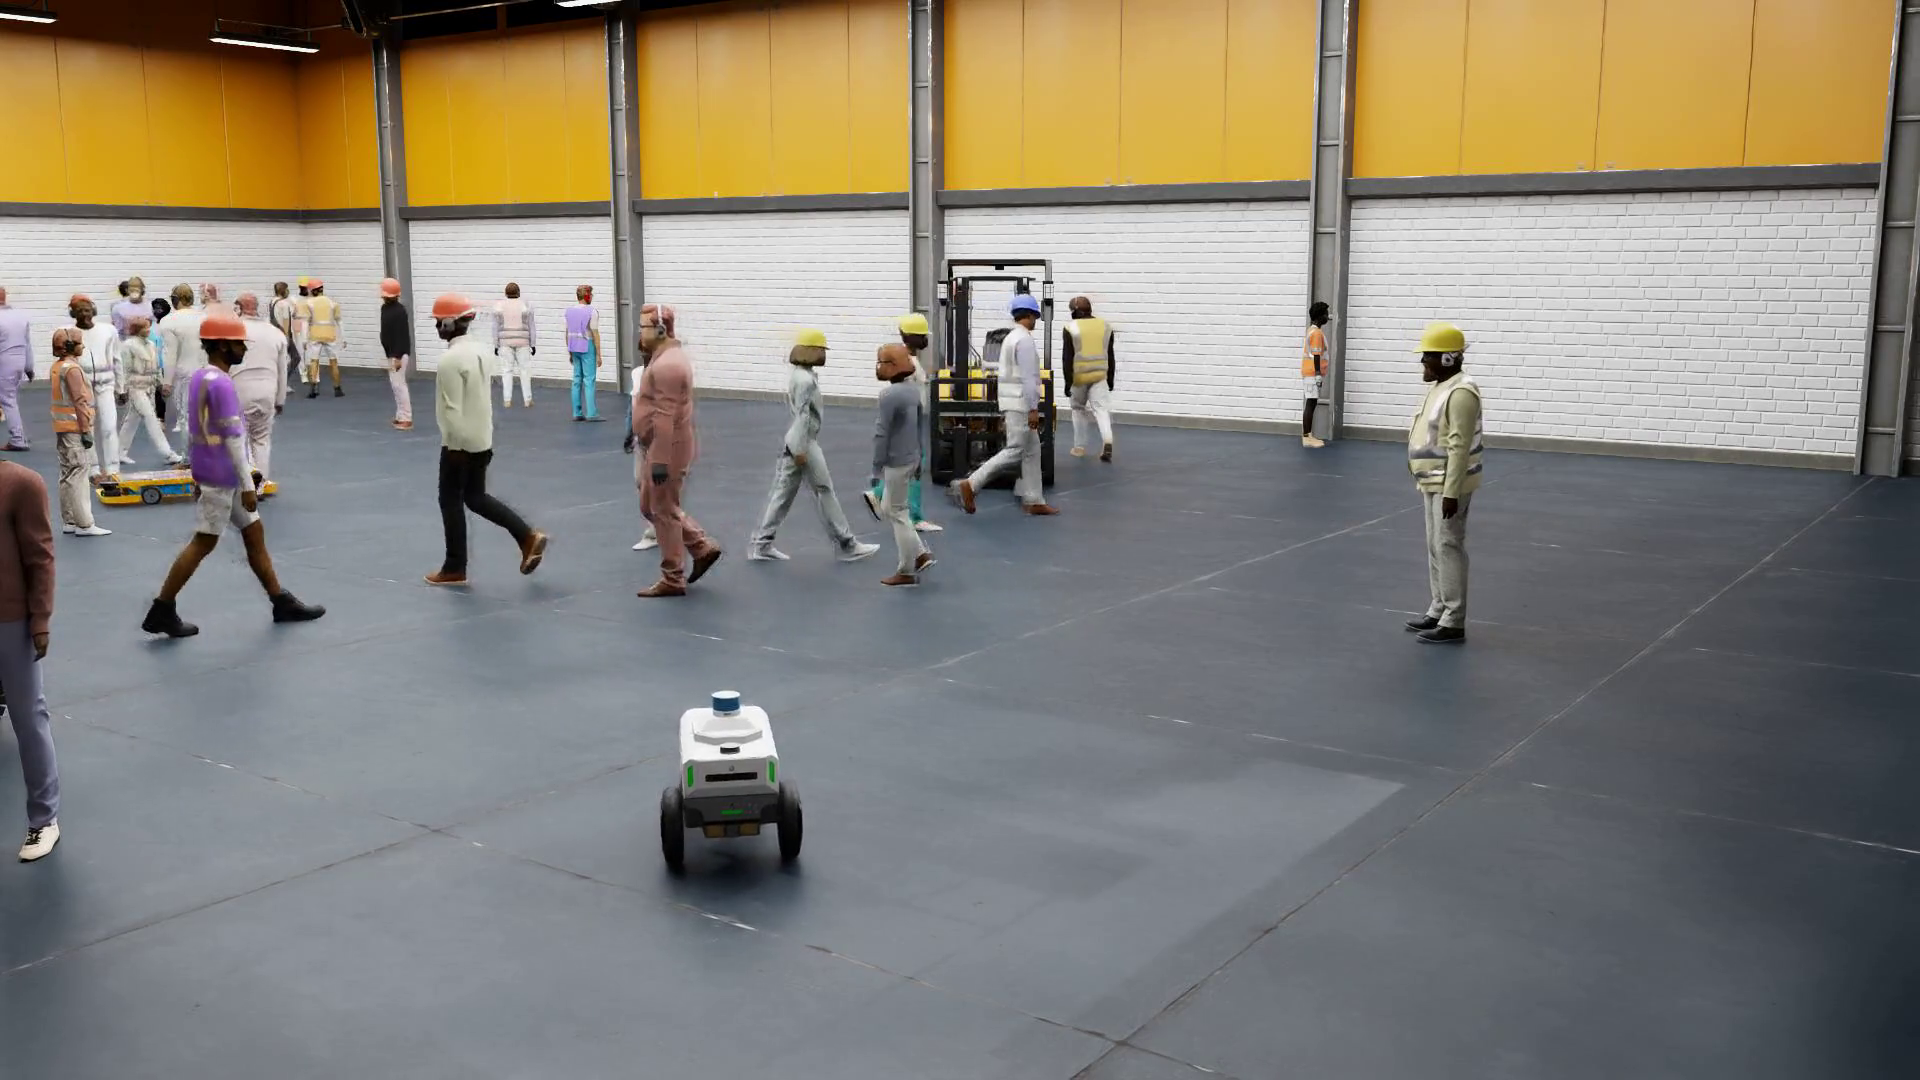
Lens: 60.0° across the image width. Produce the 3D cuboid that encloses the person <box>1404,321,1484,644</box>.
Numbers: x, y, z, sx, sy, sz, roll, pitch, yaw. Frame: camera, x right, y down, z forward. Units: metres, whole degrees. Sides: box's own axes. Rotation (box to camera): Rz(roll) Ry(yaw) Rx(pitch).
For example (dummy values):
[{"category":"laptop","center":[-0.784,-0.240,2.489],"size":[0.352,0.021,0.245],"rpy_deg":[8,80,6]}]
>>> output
[{"category":"person","center":[2.750,-0.327,9.468],"size":[0.403,1.824,0.596],"rpy_deg":[0,10,2]}]

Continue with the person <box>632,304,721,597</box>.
[{"category":"person","center":[-1.870,-0.569,10.716],"size":[0.475,1.893,0.651],"rpy_deg":[-2,10,-11]}]

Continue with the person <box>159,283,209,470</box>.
[{"category":"person","center":[-7.851,-1.640,16.937],"size":[0.368,1.939,0.633],"rpy_deg":[4,10,23]}]

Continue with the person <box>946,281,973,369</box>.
[{"category":"person","center":[-0.024,-2.077,19.534],"size":[0.364,1.939,0.542],"rpy_deg":[3,10,18]}]

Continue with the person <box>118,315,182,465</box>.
[{"category":"person","center":[-8.641,-1.578,17.588],"size":[0.877,1.587,0.516],"rpy_deg":[0,10,2]}]

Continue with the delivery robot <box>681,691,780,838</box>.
[{"category":"delivery robot","center":[-0.866,0.807,6.196],"size":[0.477,0.478,0.707],"rpy_deg":[-2,10,-10]}]

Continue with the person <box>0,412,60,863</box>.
[{"category":"person","center":[-3.511,0.291,5.968],"size":[0.522,1.763,0.319],"rpy_deg":[0,10,1]}]

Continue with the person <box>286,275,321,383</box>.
[{"category":"person","center":[-11.578,-3.719,29.431],"size":[0.601,1.898,0.737],"rpy_deg":[-5,11,-27]}]

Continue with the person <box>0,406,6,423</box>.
[{"category":"person","center":[-13.033,-2.559,22.097],"size":[0.391,2.041,0.615],"rpy_deg":[6,11,34]}]

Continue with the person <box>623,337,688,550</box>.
[{"category":"person","center":[-2.305,-0.759,12.633],"size":[0.533,1.617,0.650],"rpy_deg":[8,12,40]}]

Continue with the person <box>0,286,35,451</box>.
[{"category":"person","center":[-10.876,-1.939,18.845],"size":[0.557,1.887,0.684],"rpy_deg":[1,10,9]}]

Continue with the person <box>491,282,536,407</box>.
[{"category":"person","center":[-6.603,-2.891,24.675],"size":[0.633,1.843,0.429],"rpy_deg":[-2,10,-12]}]

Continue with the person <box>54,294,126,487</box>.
[{"category":"person","center":[-8.164,-1.385,15.677],"size":[0.609,1.846,0.843],"rpy_deg":[-7,12,-37]}]

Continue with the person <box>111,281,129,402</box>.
[{"category":"person","center":[-12.733,-3.051,25.604],"size":[0.530,1.839,0.766],"rpy_deg":[0,10,-2]}]

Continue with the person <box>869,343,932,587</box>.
[{"category":"person","center":[-0.424,-0.489,11.018],"size":[0.356,1.622,0.499],"rpy_deg":[3,10,19]}]

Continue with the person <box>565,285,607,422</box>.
[{"category":"person","center":[-5.058,-2.499,22.332],"size":[0.571,1.840,0.374],"rpy_deg":[6,11,32]}]

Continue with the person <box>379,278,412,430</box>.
[{"category":"person","center":[-7.300,-2.391,21.422],"size":[0.422,1.949,0.790],"rpy_deg":[-7,12,-36]}]

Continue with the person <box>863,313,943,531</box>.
[{"category":"person","center":[-0.448,-0.932,13.265],"size":[0.554,1.749,0.537],"rpy_deg":[0,10,2]}]

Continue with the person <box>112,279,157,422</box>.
[{"category":"person","center":[-10.967,-2.520,22.248],"size":[0.630,1.925,0.447],"rpy_deg":[-4,10,-21]}]

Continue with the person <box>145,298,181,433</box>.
[{"category":"person","center":[-9.998,-2.186,20.895],"size":[0.535,1.700,0.318],"rpy_deg":[1,10,6]}]

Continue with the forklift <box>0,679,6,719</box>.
[{"category":"forklift","center":[-5.296,-0.090,6.943],"size":[1.214,2.155,2.313],"rpy_deg":[7,12,35]}]

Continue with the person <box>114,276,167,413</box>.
[{"category":"person","center":[-11.624,-2.756,23.579],"size":[0.629,1.940,0.377],"rpy_deg":[-1,10,-6]}]

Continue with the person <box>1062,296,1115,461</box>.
[{"category":"person","center":[1.416,-1.759,18.081],"size":[0.657,1.791,0.918],"rpy_deg":[-3,10,-19]}]

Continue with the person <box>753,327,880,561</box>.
[{"category":"person","center":[-1.074,-0.678,11.950],"size":[0.917,1.682,0.492],"rpy_deg":[-2,10,-10]}]

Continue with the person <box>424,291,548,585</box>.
[{"category":"person","center":[-3.196,-0.660,11.020],"size":[0.749,1.973,0.623],"rpy_deg":[1,10,8]}]

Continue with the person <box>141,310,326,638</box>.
[{"category":"person","center":[-4.302,-0.386,9.652],"size":[1.021,1.884,0.562],"rpy_deg":[-6,11,-32]}]

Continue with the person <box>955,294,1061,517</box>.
[{"category":"person","center":[0.402,-1.114,13.991],"size":[0.854,1.896,0.644],"rpy_deg":[-1,10,-6]}]

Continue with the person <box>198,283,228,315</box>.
[{"category":"person","center":[-10.273,-2.623,23.012],"size":[0.934,1.868,0.641],"rpy_deg":[0,10,2]}]

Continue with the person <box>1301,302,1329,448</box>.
[{"category":"person","center":[4.125,-1.918,19.333],"size":[0.320,1.694,0.531],"rpy_deg":[2,10,10]}]

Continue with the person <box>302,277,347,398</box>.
[{"category":"person","center":[-10.014,-3.183,26.247],"size":[0.687,1.914,0.513],"rpy_deg":[-5,11,-25]}]

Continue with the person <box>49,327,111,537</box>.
[{"category":"person","center":[-6.964,-0.845,13.085],"size":[0.514,1.642,0.311],"rpy_deg":[9,13,44]}]

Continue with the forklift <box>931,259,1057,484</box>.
[{"category":"forklift","center":[0.370,-1.738,16.759],"size":[1.214,2.155,2.313],"rpy_deg":[1,10,3]}]

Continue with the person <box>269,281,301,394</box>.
[{"category":"person","center":[-10.938,-3.260,26.903],"size":[0.523,1.828,0.402],"rpy_deg":[8,12,40]}]

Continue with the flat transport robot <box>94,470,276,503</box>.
[{"category":"flat transport robot","center":[-7.070,-0.512,15.174],"size":[1.431,0.197,0.652],"rpy_deg":[-6,11,-32]}]

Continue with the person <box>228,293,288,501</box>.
[{"category":"person","center":[-6.332,-1.266,14.894],"size":[0.533,1.876,0.690],"rpy_deg":[9,13,43]}]
